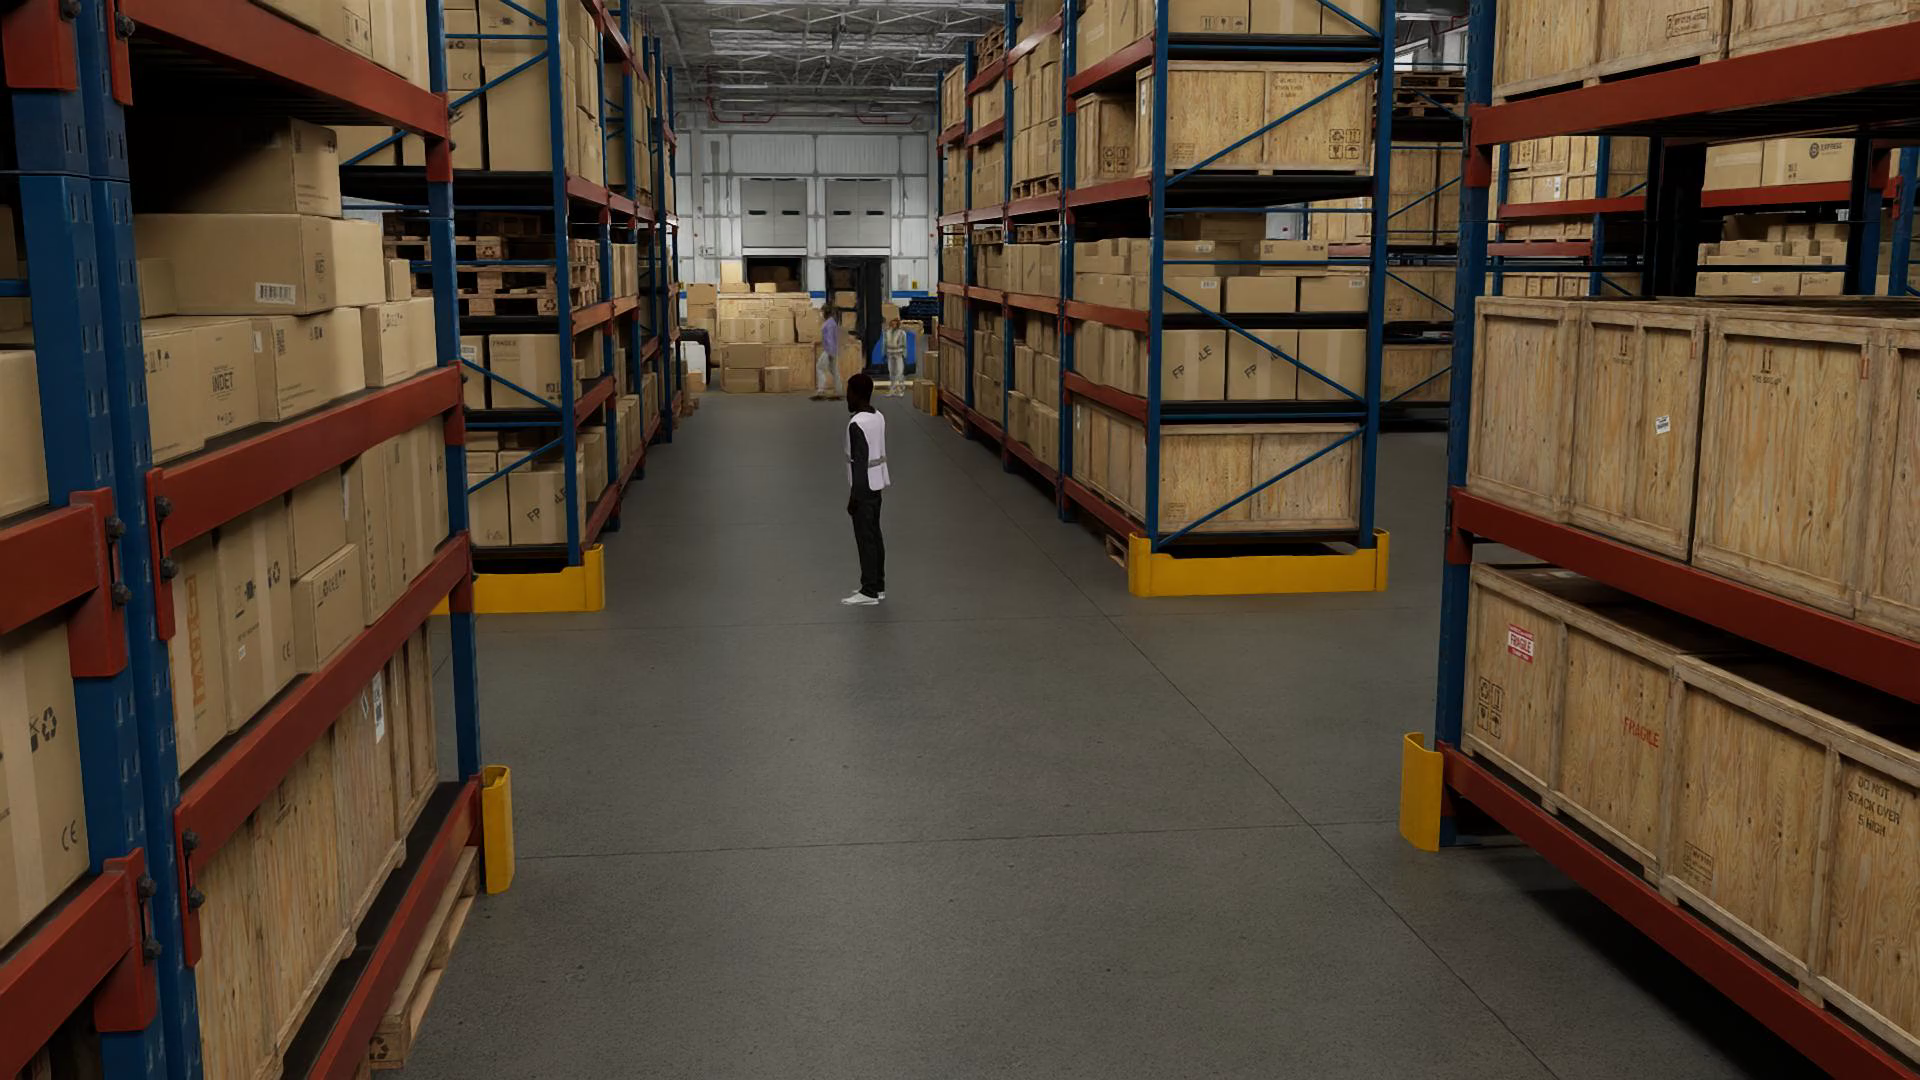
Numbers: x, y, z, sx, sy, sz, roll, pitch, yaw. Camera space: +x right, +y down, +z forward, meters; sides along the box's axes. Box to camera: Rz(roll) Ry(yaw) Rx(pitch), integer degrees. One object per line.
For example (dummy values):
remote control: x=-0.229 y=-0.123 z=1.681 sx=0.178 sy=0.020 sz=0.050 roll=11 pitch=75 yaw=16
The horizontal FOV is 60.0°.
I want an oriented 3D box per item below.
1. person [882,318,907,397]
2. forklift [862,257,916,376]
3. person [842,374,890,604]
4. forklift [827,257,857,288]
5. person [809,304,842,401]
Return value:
person: x=-1.323 y=-3.699 z=33.768 sx=0.534 sy=1.615 sz=0.389 roll=4 pitch=10 yaw=21
forklift: x=-2.029 y=-5.320 z=39.539 sx=1.873 sy=2.768 sz=1.129 roll=-1 pitch=10 yaw=-8
person: x=-0.780 y=-0.420 z=13.805 sx=0.375 sy=1.917 sz=0.599 roll=2 pitch=10 yaw=13
forklift: x=-3.425 y=-6.810 z=48.214 sx=1.129 sy=2.768 sz=1.873 roll=-3 pitch=10 yaw=-16
person: x=-2.699 y=-3.696 z=32.896 sx=0.812 sy=1.906 sz=0.652 roll=0 pitch=10 yaw=1
